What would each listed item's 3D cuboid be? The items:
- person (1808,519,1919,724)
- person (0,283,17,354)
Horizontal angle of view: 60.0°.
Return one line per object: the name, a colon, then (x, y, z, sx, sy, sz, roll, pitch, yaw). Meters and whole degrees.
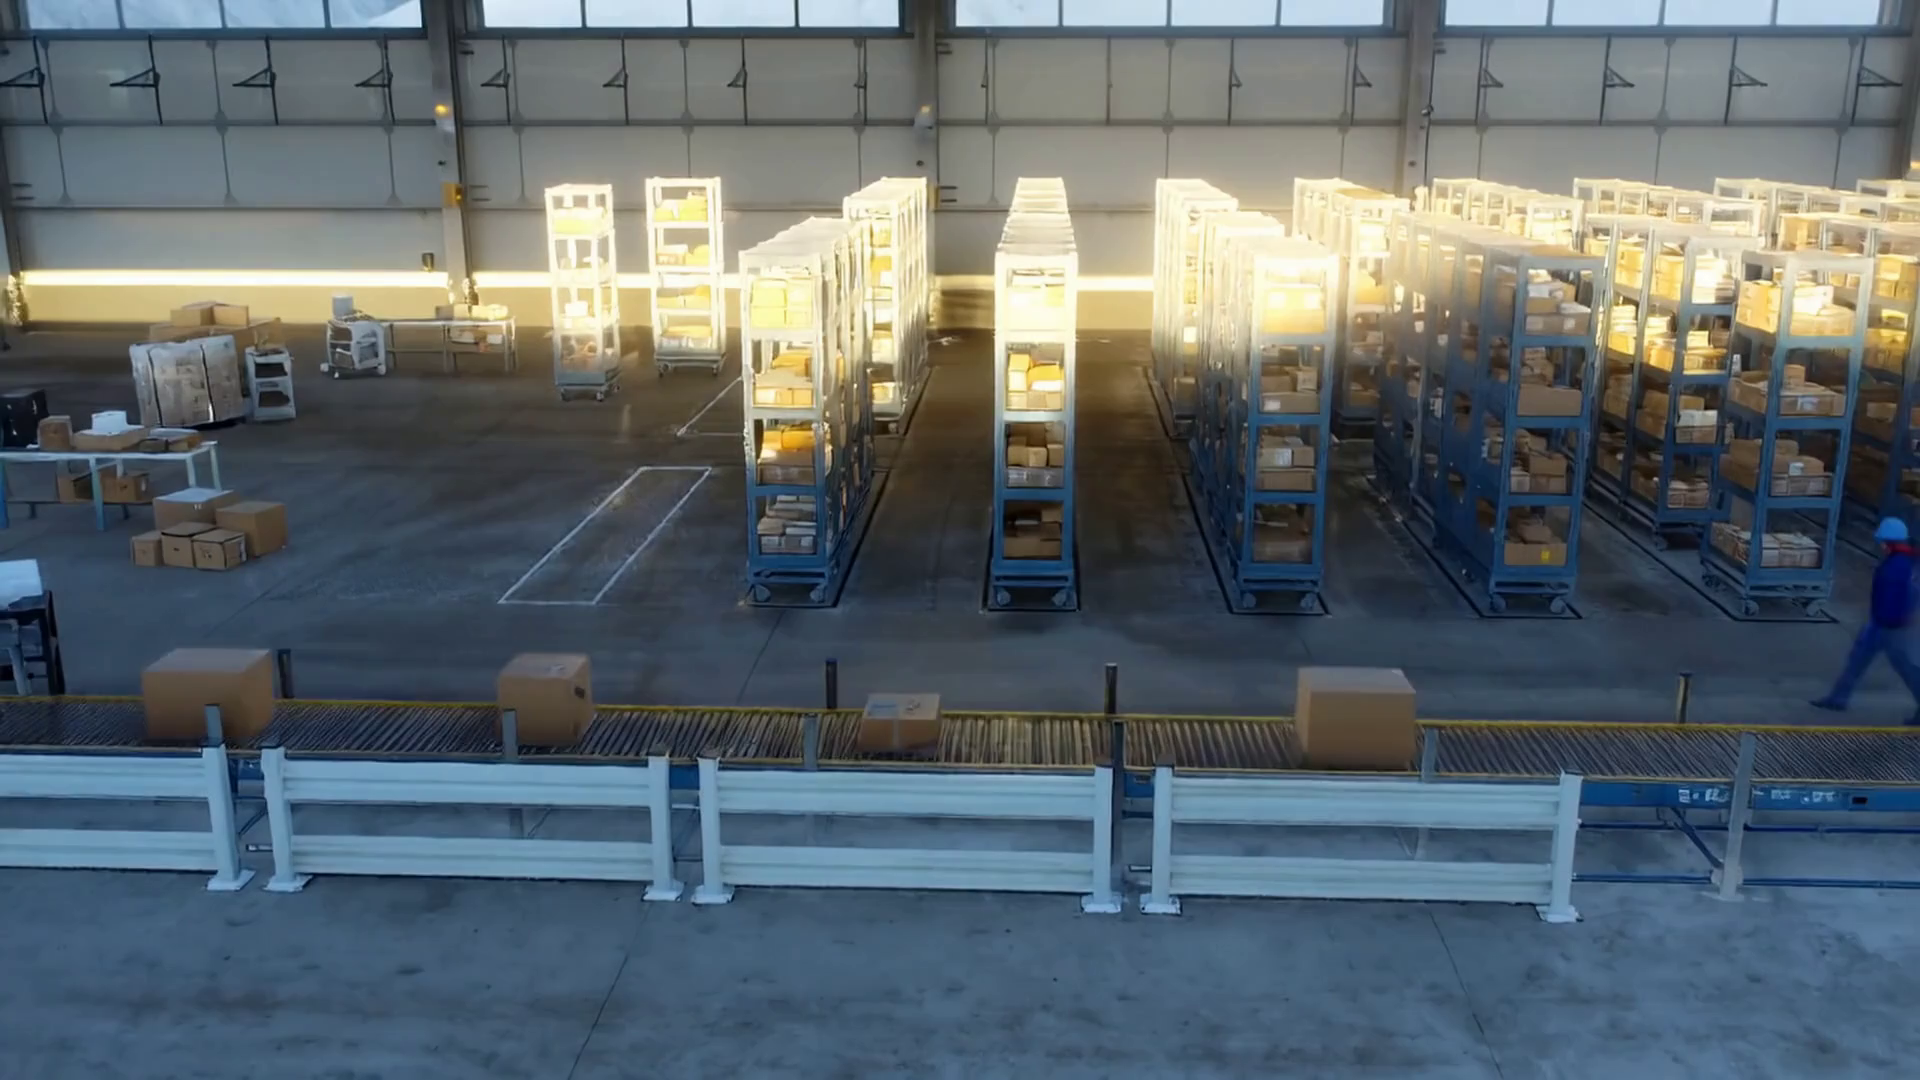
person: (7.707, 0.671, 13.792, 0.915, 1.722, 0.527, 4, 16, 14)
person: (-19.390, -4.619, 33.451, 0.893, 1.715, 0.573, 9, 18, 31)
